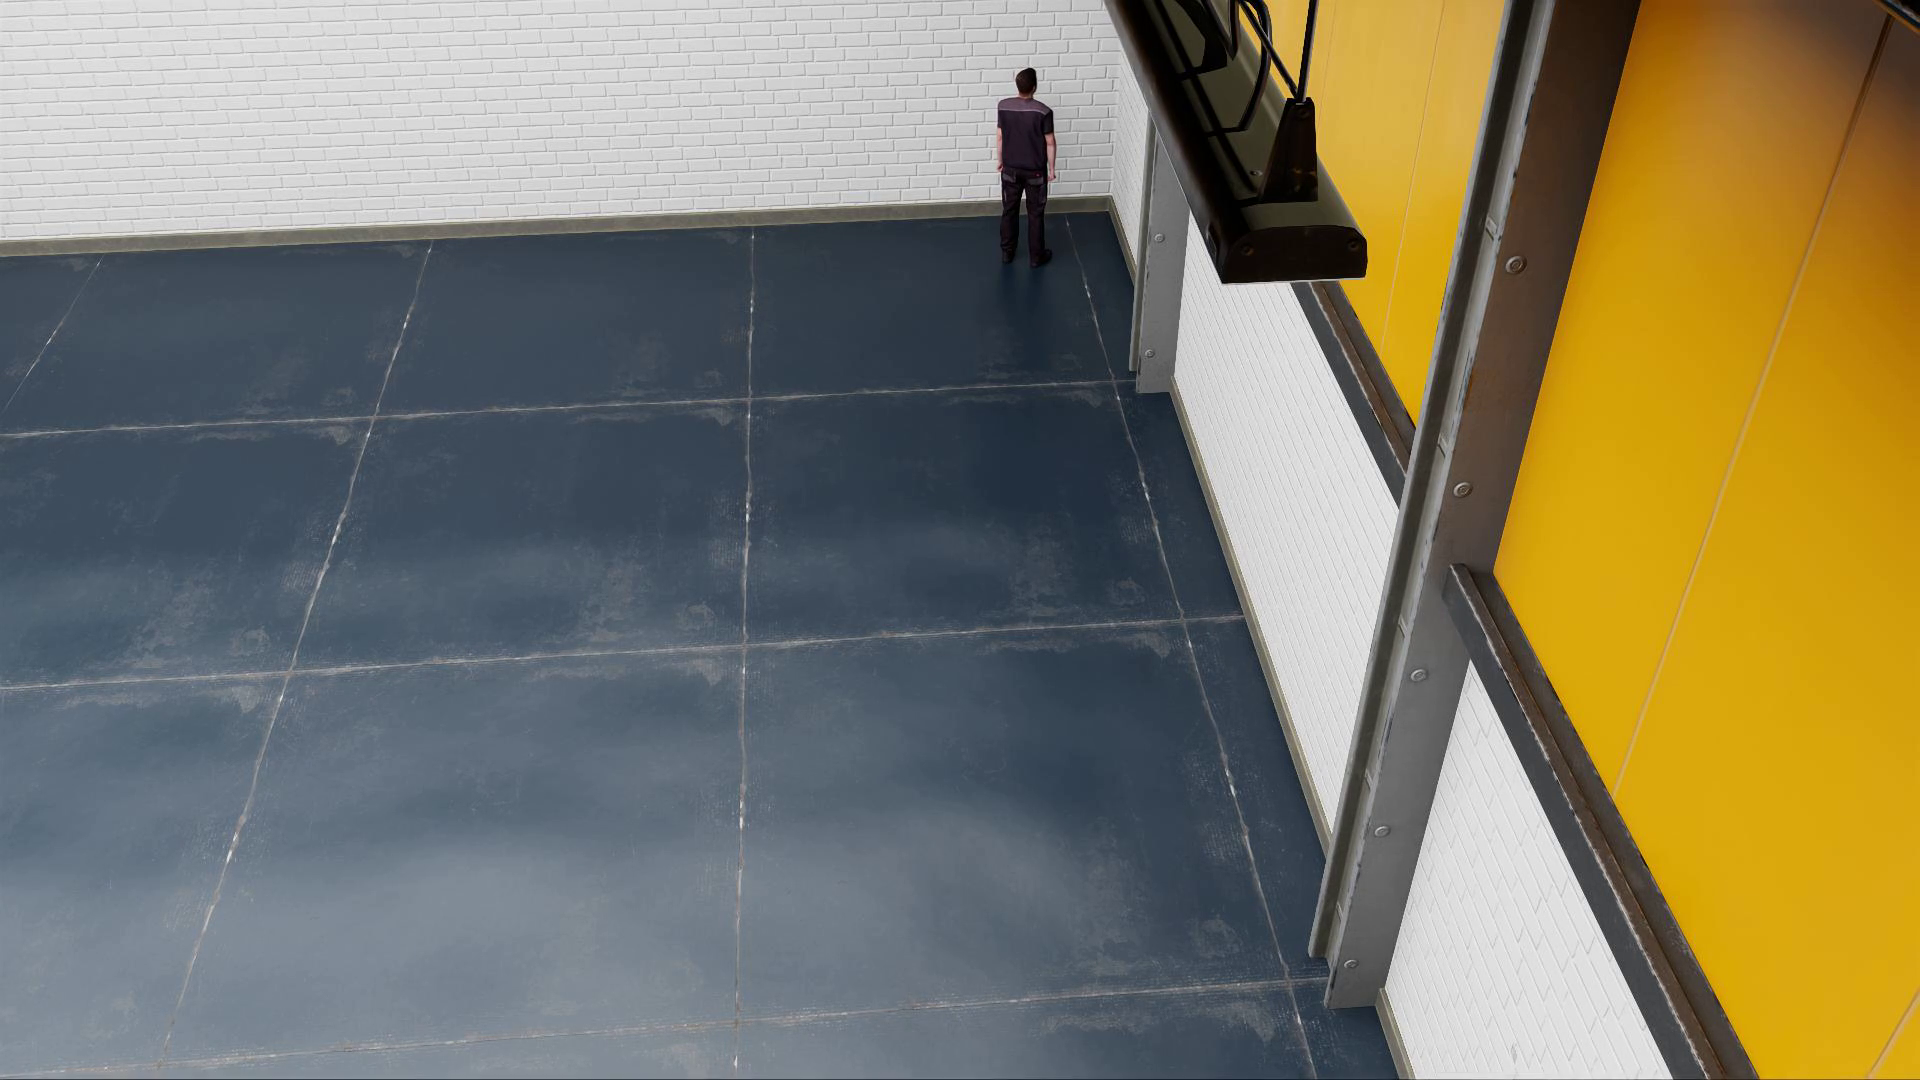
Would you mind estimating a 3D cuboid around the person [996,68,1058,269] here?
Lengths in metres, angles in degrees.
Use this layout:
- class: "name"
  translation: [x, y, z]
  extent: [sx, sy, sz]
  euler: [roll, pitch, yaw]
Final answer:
- class: "person"
  translation: [0.577, -3.305, 14.775]
  extent: [0.797, 1.846, 0.762]
  euler: [13, 40, 16]
